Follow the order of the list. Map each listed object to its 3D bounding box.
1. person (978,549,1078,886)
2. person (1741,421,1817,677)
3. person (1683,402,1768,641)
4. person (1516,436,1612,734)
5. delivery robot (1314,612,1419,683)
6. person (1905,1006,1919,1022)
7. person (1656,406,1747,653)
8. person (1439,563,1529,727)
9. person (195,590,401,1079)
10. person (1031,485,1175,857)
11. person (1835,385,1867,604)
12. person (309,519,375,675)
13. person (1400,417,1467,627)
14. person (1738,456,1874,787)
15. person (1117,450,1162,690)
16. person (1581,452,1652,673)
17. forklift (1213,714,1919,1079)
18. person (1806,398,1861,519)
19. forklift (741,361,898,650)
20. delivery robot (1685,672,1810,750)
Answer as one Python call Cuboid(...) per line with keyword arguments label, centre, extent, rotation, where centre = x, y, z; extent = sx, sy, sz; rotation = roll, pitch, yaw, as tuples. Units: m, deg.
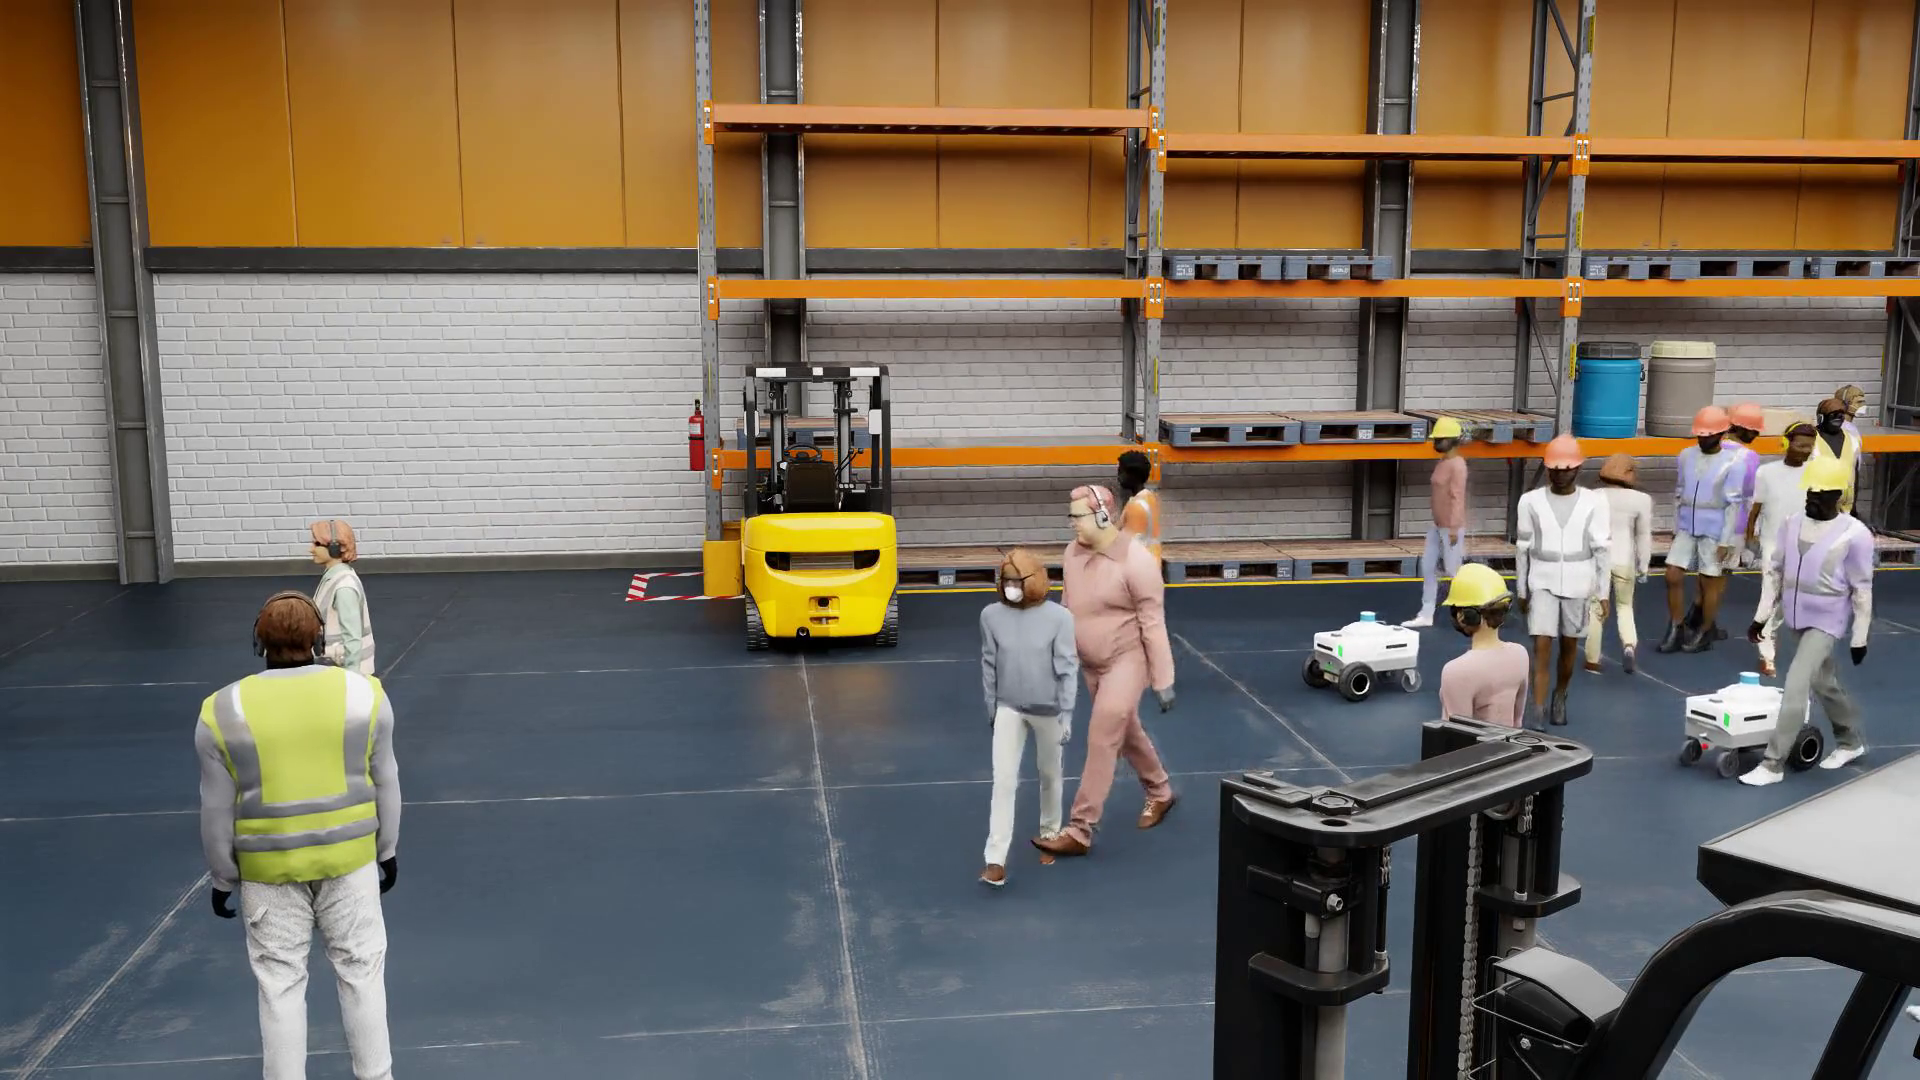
Cuboid(label="person", centre=(0.310, 0.841, 7.884), extent=(0.517, 1.584, 0.859), rotation=(3, 10, 17))
Cuboid(label="person", centre=(5.994, 0.037, 12.142), extent=(0.587, 1.844, 0.697), rotation=(1, 9, 5))
Cuboid(label="person", centre=(5.979, -0.127, 12.929), extent=(0.415, 1.900, 0.558), rotation=(-2, 9, -15))
Cuboid(label="person", centre=(3.738, 0.298, 10.334), extent=(0.570, 1.882, 0.985), rotation=(3, 10, 19))
Cuboid(label="delivery robot", centre=(2.801, 0.737, 11.452), extent=(0.707, 0.478, 0.477), rotation=(-4, 10, -24))
Cuboid(label="person", centre=(4.012, 0.978, 6.134), extent=(0.878, 1.881, 0.615), rotation=(-4, 10, -23))
Cuboid(label="person", centre=(5.548, -0.056, 12.489), extent=(0.638, 1.904, 0.574), rotation=(-6, 11, -35))
Cuboid(label="person", centre=(2.024, 0.965, 6.561), extent=(0.523, 1.766, 0.315), rotation=(-8, 12, -41))
Cuboid(label="person", centre=(-2.200, 1.081, 5.597), extent=(0.621, 1.845, 0.430), rotation=(-4, 10, -24))
Cuboid(label="person", centre=(0.793, 0.638, 8.384), extent=(1.015, 1.859, 0.691), rotation=(-6, 11, -32))
Cuboid(label="person", centre=(7.587, -0.374, 14.369), extent=(0.357, 1.938, 0.638), rotation=(6, 11, 34))
Cuboid(label="person", centre=(-3.178, 0.702, 8.582), extent=(0.314, 1.642, 0.514), rotation=(-5, 10, -28))
Cuboid(label="person", centre=(4.019, -0.129, 13.478), extent=(0.736, 1.746, 0.528), rotation=(-1, 9, -4))
Cuboid(label="person", centre=(4.893, 0.448, 9.472), extent=(1.000, 1.876, 0.590), rotation=(-3, 9, -15))
Cuboid(label="person", centre=(1.212, 0.212, 11.489), extent=(0.367, 1.680, 0.545), rotation=(2, 9, 15))
Cuboid(label="person", centre=(4.656, 0.184, 11.891), extent=(0.492, 1.618, 0.451), rotation=(3, 10, 17))
Cuboid(label="forklift", centre=(1.441, 1.425, 2.350), extent=(1.214, 2.155, 2.313), rotation=(-7, 12, -39))
Cuboid(label="person", centre=(7.327, -0.283, 14.106), extent=(0.636, 1.841, 0.429), rotation=(-1, 9, -5))
Cuboid(label="forklift", centre=(-1.154, -0.340, 13.365), extent=(1.214, 2.155, 2.313), rotation=(-1, 9, -7))
Cuboid(label="delivery robot", centre=(4.598, 1.015, 9.717), extent=(0.707, 0.478, 0.477), rotation=(-4, 10, -23))
